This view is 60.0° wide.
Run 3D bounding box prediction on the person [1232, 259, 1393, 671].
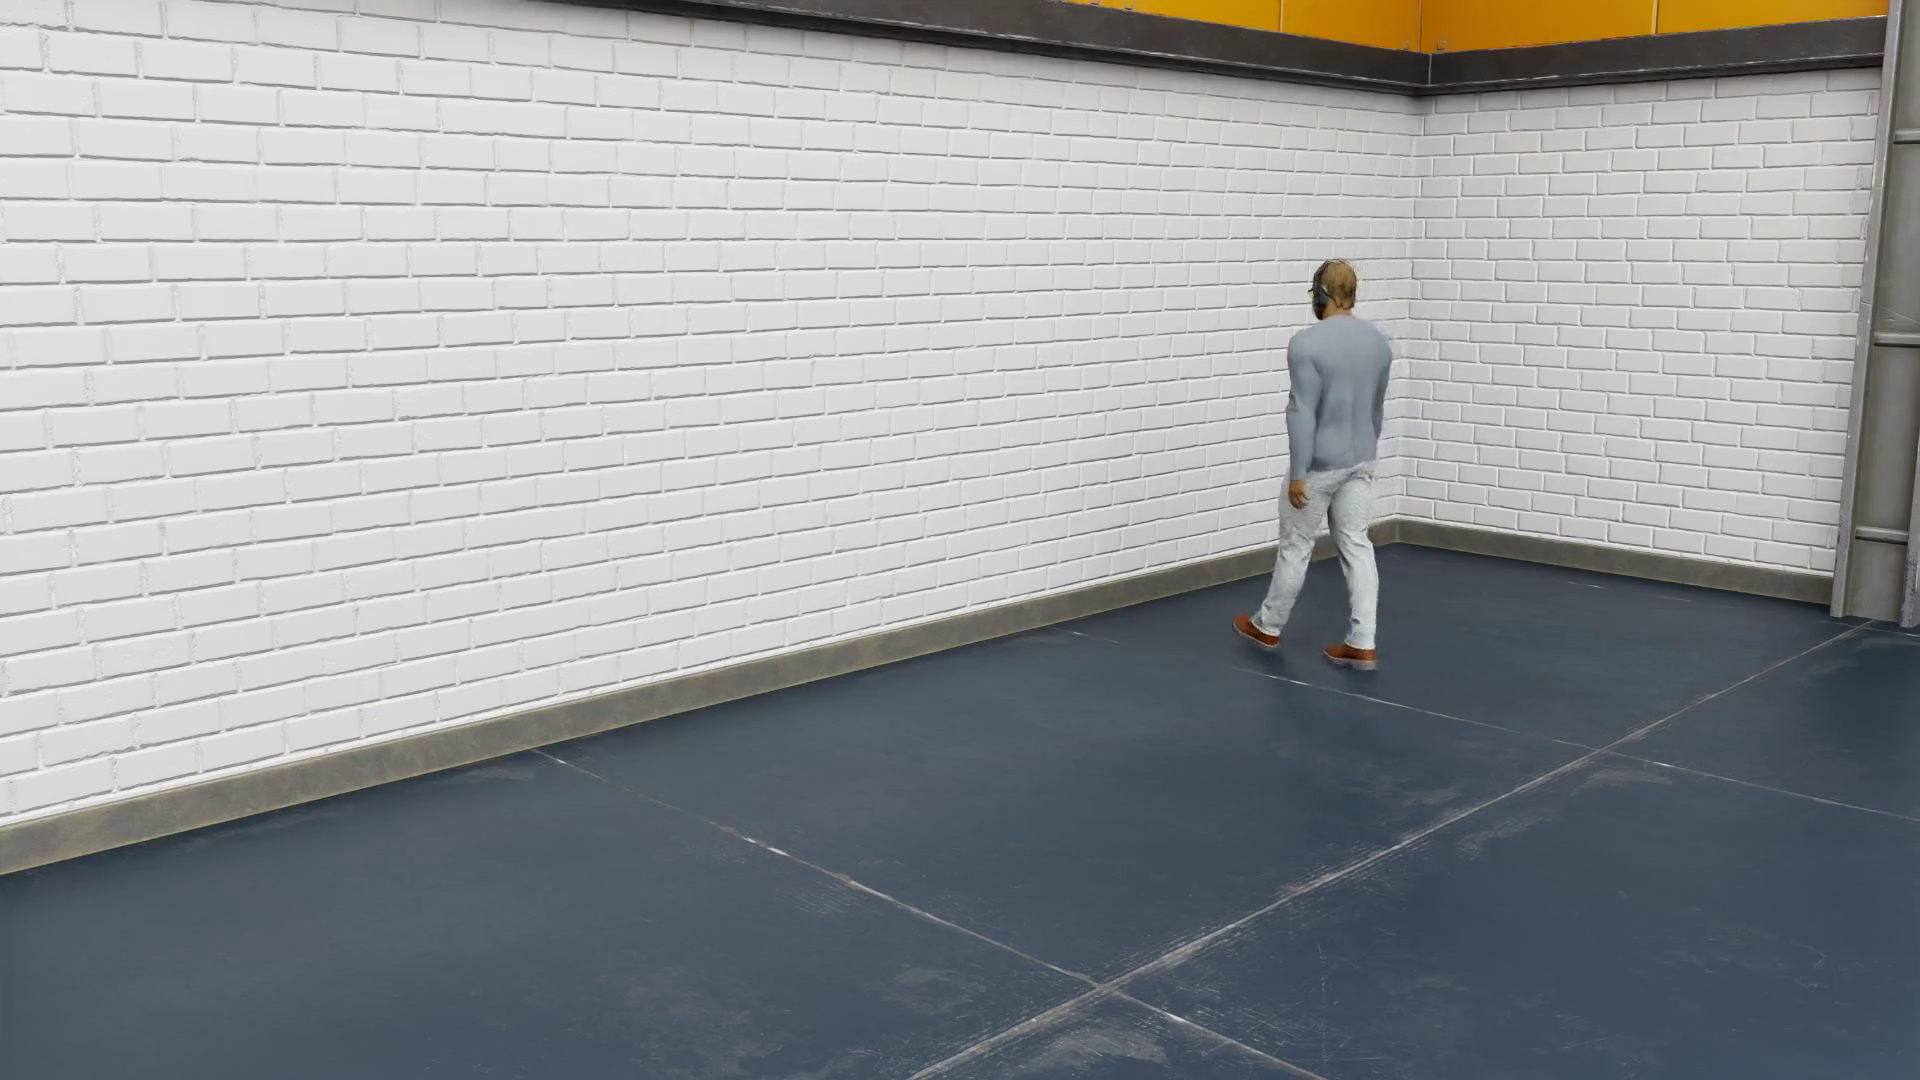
[{"bbox_3d":[1.709,-0.364,7.893,0.654,1.901,0.836,-6,12,-31],"label":"person"}]
